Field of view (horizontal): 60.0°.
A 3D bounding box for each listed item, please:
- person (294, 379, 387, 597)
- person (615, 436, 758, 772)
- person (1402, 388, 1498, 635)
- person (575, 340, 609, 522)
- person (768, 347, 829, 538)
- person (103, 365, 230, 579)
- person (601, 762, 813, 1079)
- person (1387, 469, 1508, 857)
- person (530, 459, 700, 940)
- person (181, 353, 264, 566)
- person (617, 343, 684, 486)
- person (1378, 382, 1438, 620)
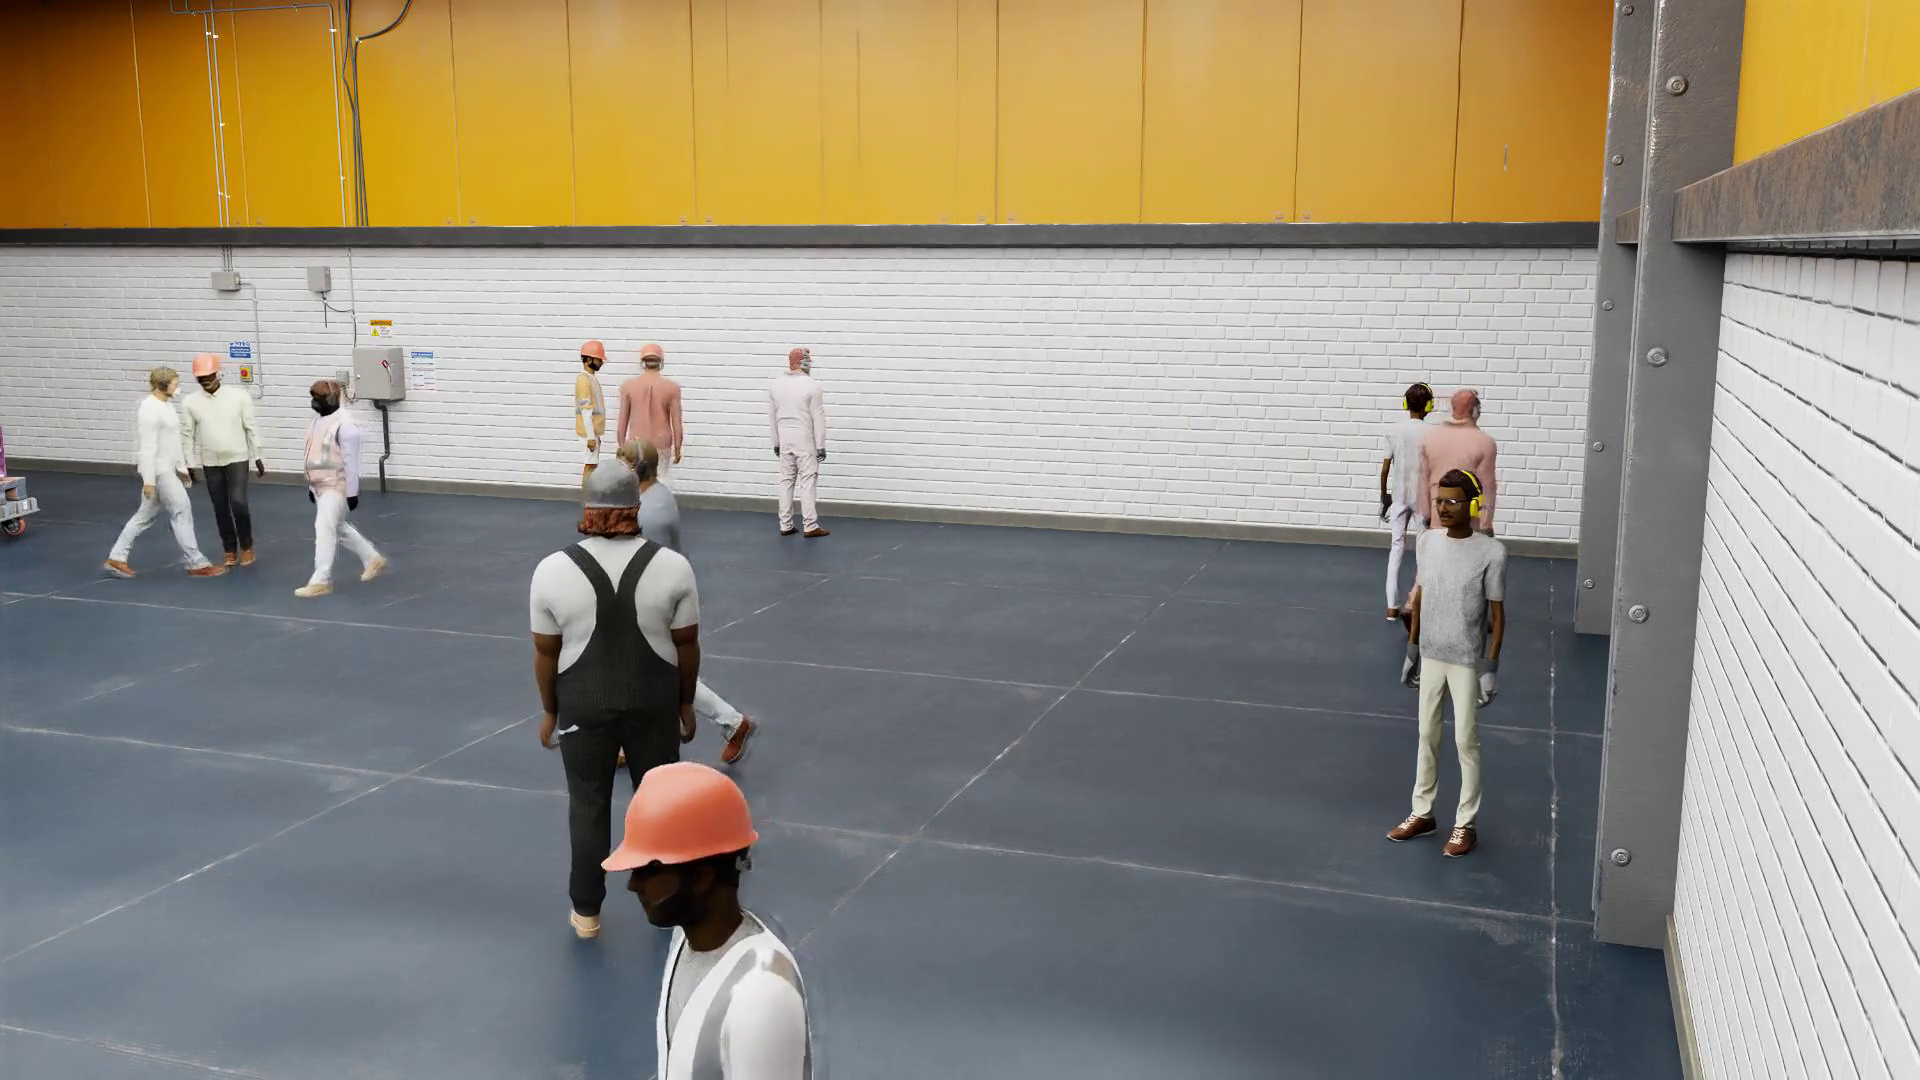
[{"bbox_3d":[-5.269,-0.465,14.071,0.631,1.813,0.870,10,14,43],"label":"person"},{"bbox_3d":[-1.597,0.368,9.155,0.864,1.909,0.629,-2,10,-12],"label":"person"},{"bbox_3d":[3.706,-0.196,12.378,0.828,1.883,0.662,-8,13,-36],"label":"person"},{"bbox_3d":[-3.863,-1.137,17.532,0.365,1.932,0.543,-2,10,-9],"label":"person"},{"bbox_3d":[-1.600,-0.978,16.714,0.645,1.905,0.400,6,12,31],"label":"person"},{"bbox_3d":[-7.061,-0.584,14.590,1.011,1.893,0.636,-3,10,-15],"label":"person"},{"bbox_3d":[-0.417,1.377,3.425,0.617,1.914,0.566,-5,11,-25],"label":"person"},{"bbox_3d":[2.362,0.584,8.007,0.328,1.873,0.520,-9,13,-41],"label":"person"},{"bbox_3d":[-1.455,0.663,7.084,0.699,2.000,0.535,-2,10,-13],"label":"person"},{"bbox_3d":[-6.680,-0.713,15.056,0.652,1.961,0.540,-2,10,-9],"label":"person"},{"bbox_3d":[-3.043,-0.940,16.341,0.645,1.962,0.716,-1,10,-7],"label":"person"},{"bbox_3d":[3.522,-0.290,12.937,0.535,1.868,0.309,5,11,28],"label":"person"}]
